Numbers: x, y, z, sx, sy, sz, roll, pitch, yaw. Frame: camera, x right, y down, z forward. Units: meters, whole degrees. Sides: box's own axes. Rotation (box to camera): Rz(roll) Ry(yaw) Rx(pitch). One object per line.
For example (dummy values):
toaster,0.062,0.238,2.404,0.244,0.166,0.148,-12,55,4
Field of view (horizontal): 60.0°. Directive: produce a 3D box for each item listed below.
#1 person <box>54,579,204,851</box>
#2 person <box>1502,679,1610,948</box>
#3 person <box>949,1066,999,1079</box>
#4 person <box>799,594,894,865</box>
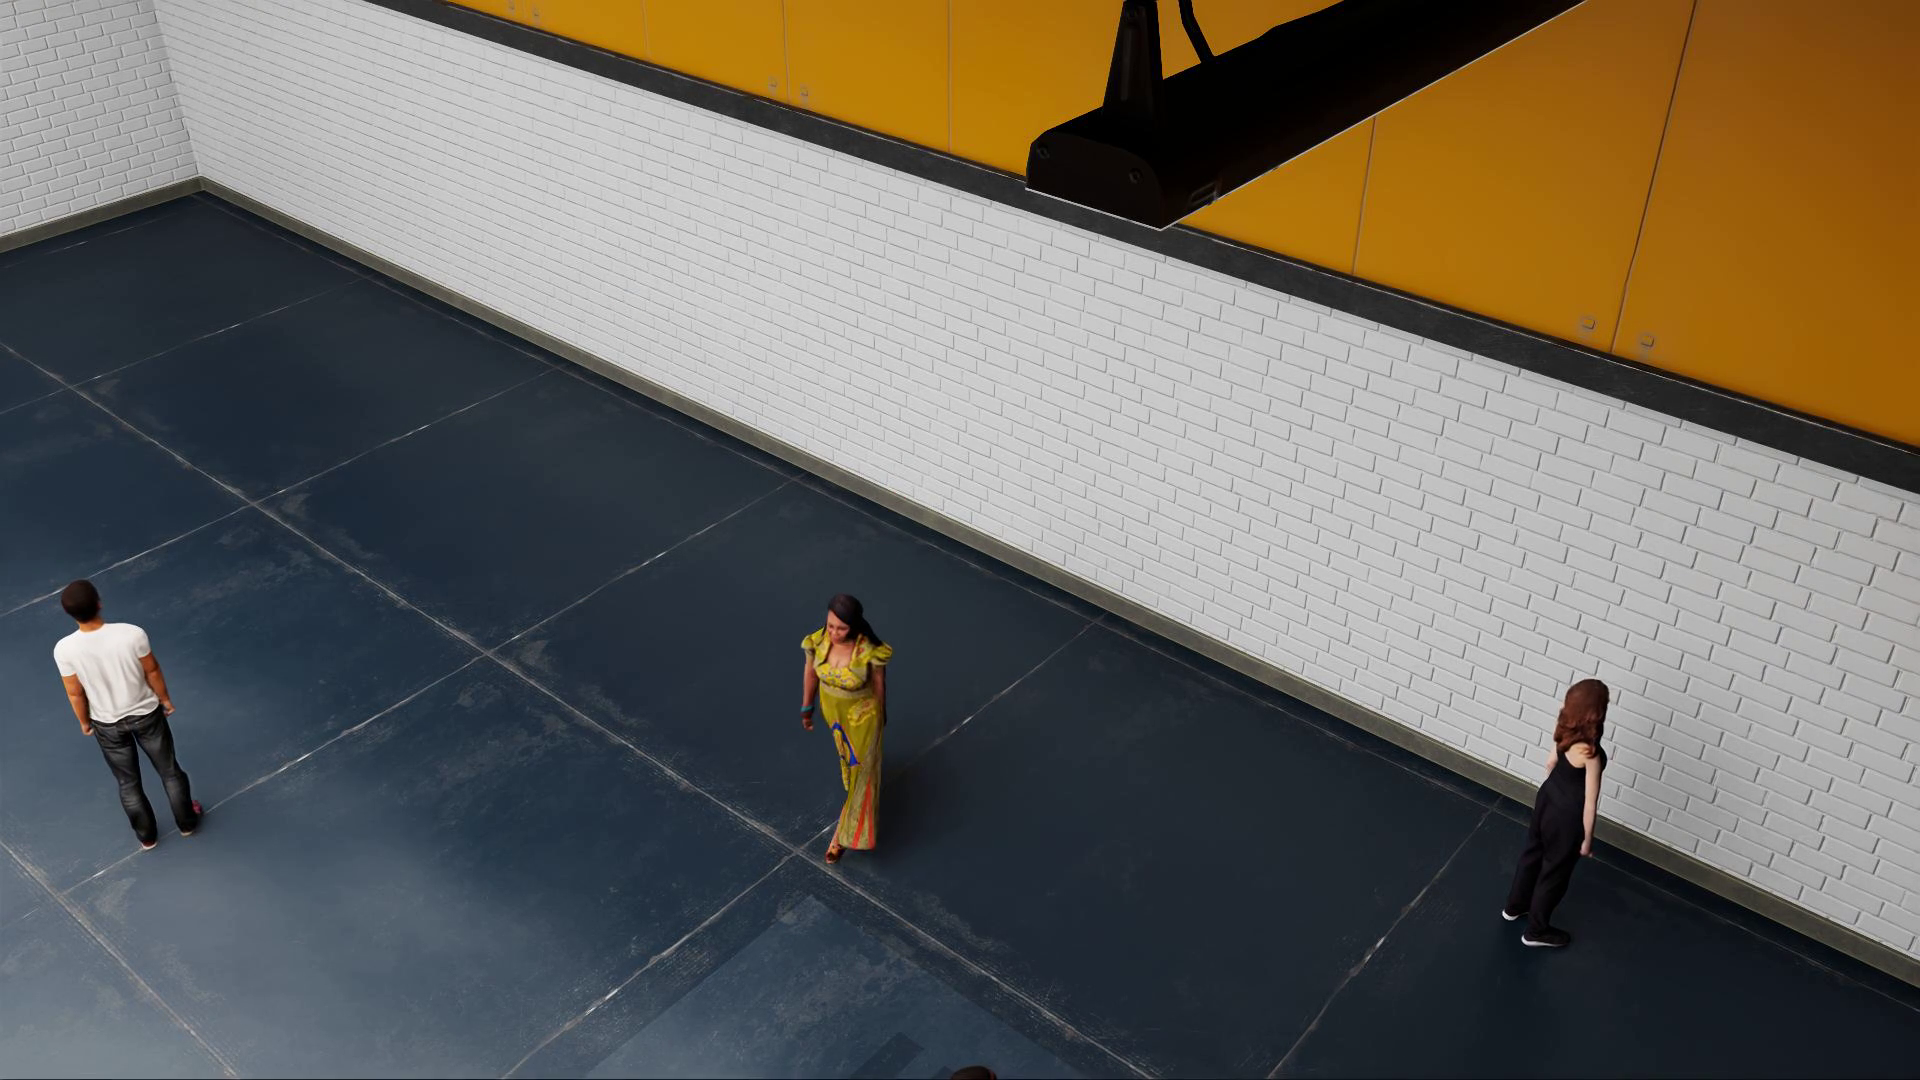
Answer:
person,-4.787,1.001,9.532,0.617,1.801,0.773,-16,37,-22
person,3.210,1.448,8.898,0.697,1.747,0.662,-7,34,-11
person,0.042,2.785,6.831,0.619,1.808,0.667,-22,40,-30
person,-0.624,0.967,9.766,1.038,1.598,1.347,10,35,15
